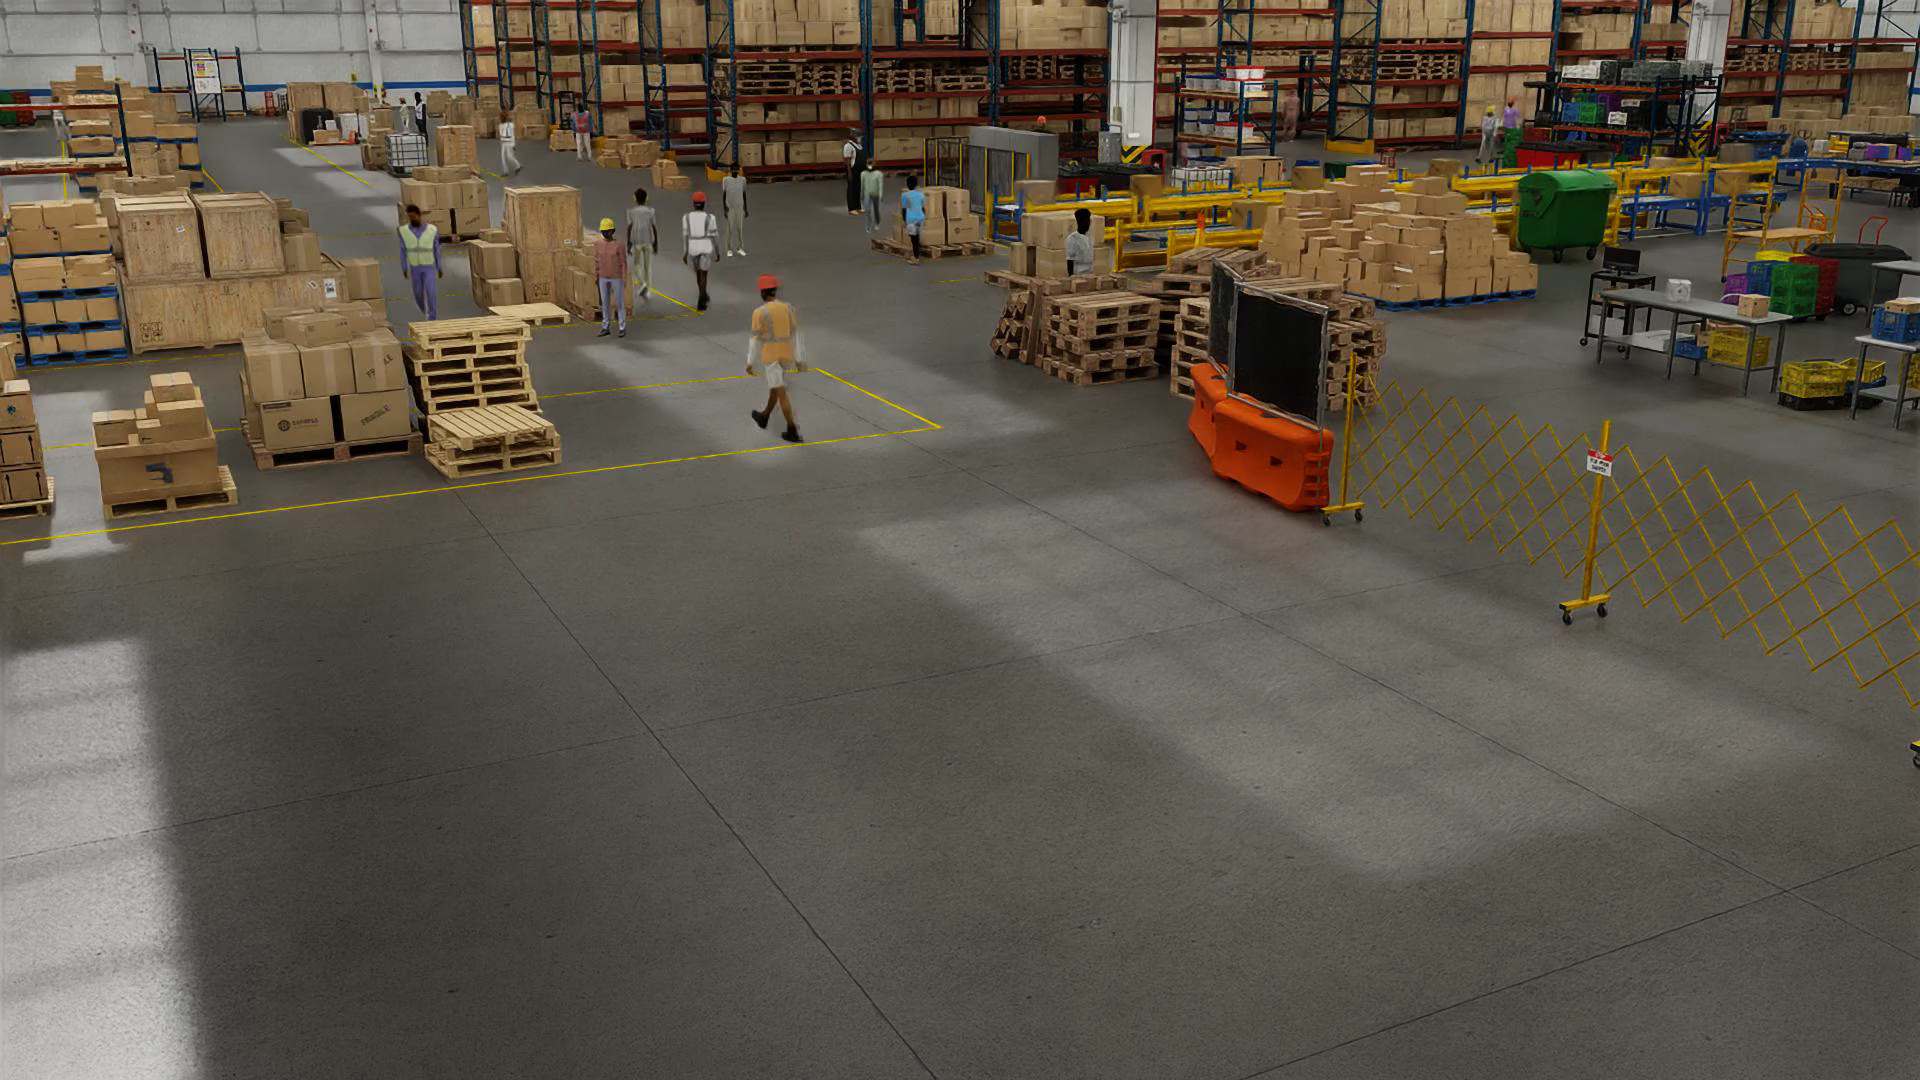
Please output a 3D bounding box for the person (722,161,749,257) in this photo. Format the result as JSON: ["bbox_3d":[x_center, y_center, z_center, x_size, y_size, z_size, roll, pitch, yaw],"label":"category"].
[{"bbox_3d":[-4.437,-6.550,32.894,0.520,1.865,0.332,-8,19,-24],"label":"person"}]

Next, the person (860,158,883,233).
[{"bbox_3d":[-1.924,-7.591,36.563,0.507,1.605,0.795,2,18,7],"label":"person"}]

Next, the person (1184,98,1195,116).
[{"bbox_3d":[8.338,-15.446,60.933,0.661,1.676,0.548,12,21,34],"label":"person"}]

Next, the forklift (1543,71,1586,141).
[{"bbox_3d":[18.685,-13.231,52.085,1.873,2.768,1.129,-9,20,-26],"label":"forklift"}]

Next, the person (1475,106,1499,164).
[{"bbox_3d":[16.646,-12.762,52.386,0.936,1.778,0.604,-17,24,-42],"label":"person"}]

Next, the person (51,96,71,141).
[{"bbox_3d":[-33.172,-15.522,61.277,0.541,1.591,0.831,-1,18,-4],"label":"person"}]

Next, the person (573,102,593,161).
[{"bbox_3d":[-12.056,-13.038,53.156,0.633,1.841,0.429,-1,18,-2],"label":"person"}]

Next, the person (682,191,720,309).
[{"bbox_3d":[-4.247,-4.756,27.261,0.566,1.892,0.988,2,18,5],"label":"person"}]

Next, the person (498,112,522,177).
[{"bbox_3d":[-13.117,-11.521,48.398,0.613,1.862,0.619,11,21,30],"label":"person"}]

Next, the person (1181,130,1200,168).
[{"bbox_3d":[6.274,-10.349,44.948,0.808,1.729,0.521,-9,20,-26],"label":"person"}]

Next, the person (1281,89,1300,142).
[{"bbox_3d":[12.075,-15.506,60.805,0.669,1.884,0.421,0,18,1],"label":"person"}]

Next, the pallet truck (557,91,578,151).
[{"bbox_3d":[-13.495,-14.412,57.188,0.823,1.965,1.885,-3,18,-9],"label":"pallet truck"}]

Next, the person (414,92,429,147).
[{"bbox_3d":[-18.906,-14.749,58.381,0.588,1.911,0.399,16,23,40],"label":"person"}]

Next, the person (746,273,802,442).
[{"bbox_3d":[-2.166,-2.091,18.963,0.556,1.875,1.031,-16,24,-41],"label":"person"}]

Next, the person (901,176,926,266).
[{"bbox_3d":[-0.879,-6.112,31.872,0.539,1.649,0.597,-14,22,-36],"label":"person"}]

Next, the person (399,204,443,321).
[{"bbox_3d":[-8.302,-4.243,25.668,0.610,1.894,0.696,-4,18,-13],"label":"person"}]

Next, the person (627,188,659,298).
[{"bbox_3d":[-5.377,-5.020,28.140,0.548,1.852,0.390,-6,19,-18],"label":"person"}]

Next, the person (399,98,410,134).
[{"bbox_3d":[-20.017,-15.121,59.992,0.314,1.629,0.509,-7,19,-22],"label":"person"}]

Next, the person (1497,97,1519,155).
[{"bbox_3d":[18.416,-13.852,55.618,0.960,1.902,0.548,-9,20,-25],"label":"person"}]

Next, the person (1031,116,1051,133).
[{"bbox_3d":[2.141,-10.219,44.115,0.612,1.997,0.375,-6,19,-19],"label":"person"}]

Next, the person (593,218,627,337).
[{"bbox_3d":[-5.213,-3.907,24.811,0.524,1.769,0.314,4,18,11],"label":"person"}]

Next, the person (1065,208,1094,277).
[{"bbox_3d":[1.771,-3.872,24.376,0.361,1.964,0.613,12,22,34],"label":"person"}]

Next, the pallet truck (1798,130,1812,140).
[{"bbox_3d":[25.526,-11.556,49.408,1.630,1.274,0.653,-9,20,-26],"label":"pallet truck"}]

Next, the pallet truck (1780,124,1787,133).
[{"bbox_3d":[25.206,-12.542,52.601,1.601,1.201,0.680,0,18,-2],"label":"pallet truck"}]

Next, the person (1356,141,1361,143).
[{"bbox_3d":[14.852,-15.306,60.215,0.990,1.846,0.648,0,18,-1],"label":"person"}]

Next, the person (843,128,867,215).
[{"bbox_3d":[-2.439,-8.766,39.517,0.535,2.000,0.674,8,20,24],"label":"person"}]
